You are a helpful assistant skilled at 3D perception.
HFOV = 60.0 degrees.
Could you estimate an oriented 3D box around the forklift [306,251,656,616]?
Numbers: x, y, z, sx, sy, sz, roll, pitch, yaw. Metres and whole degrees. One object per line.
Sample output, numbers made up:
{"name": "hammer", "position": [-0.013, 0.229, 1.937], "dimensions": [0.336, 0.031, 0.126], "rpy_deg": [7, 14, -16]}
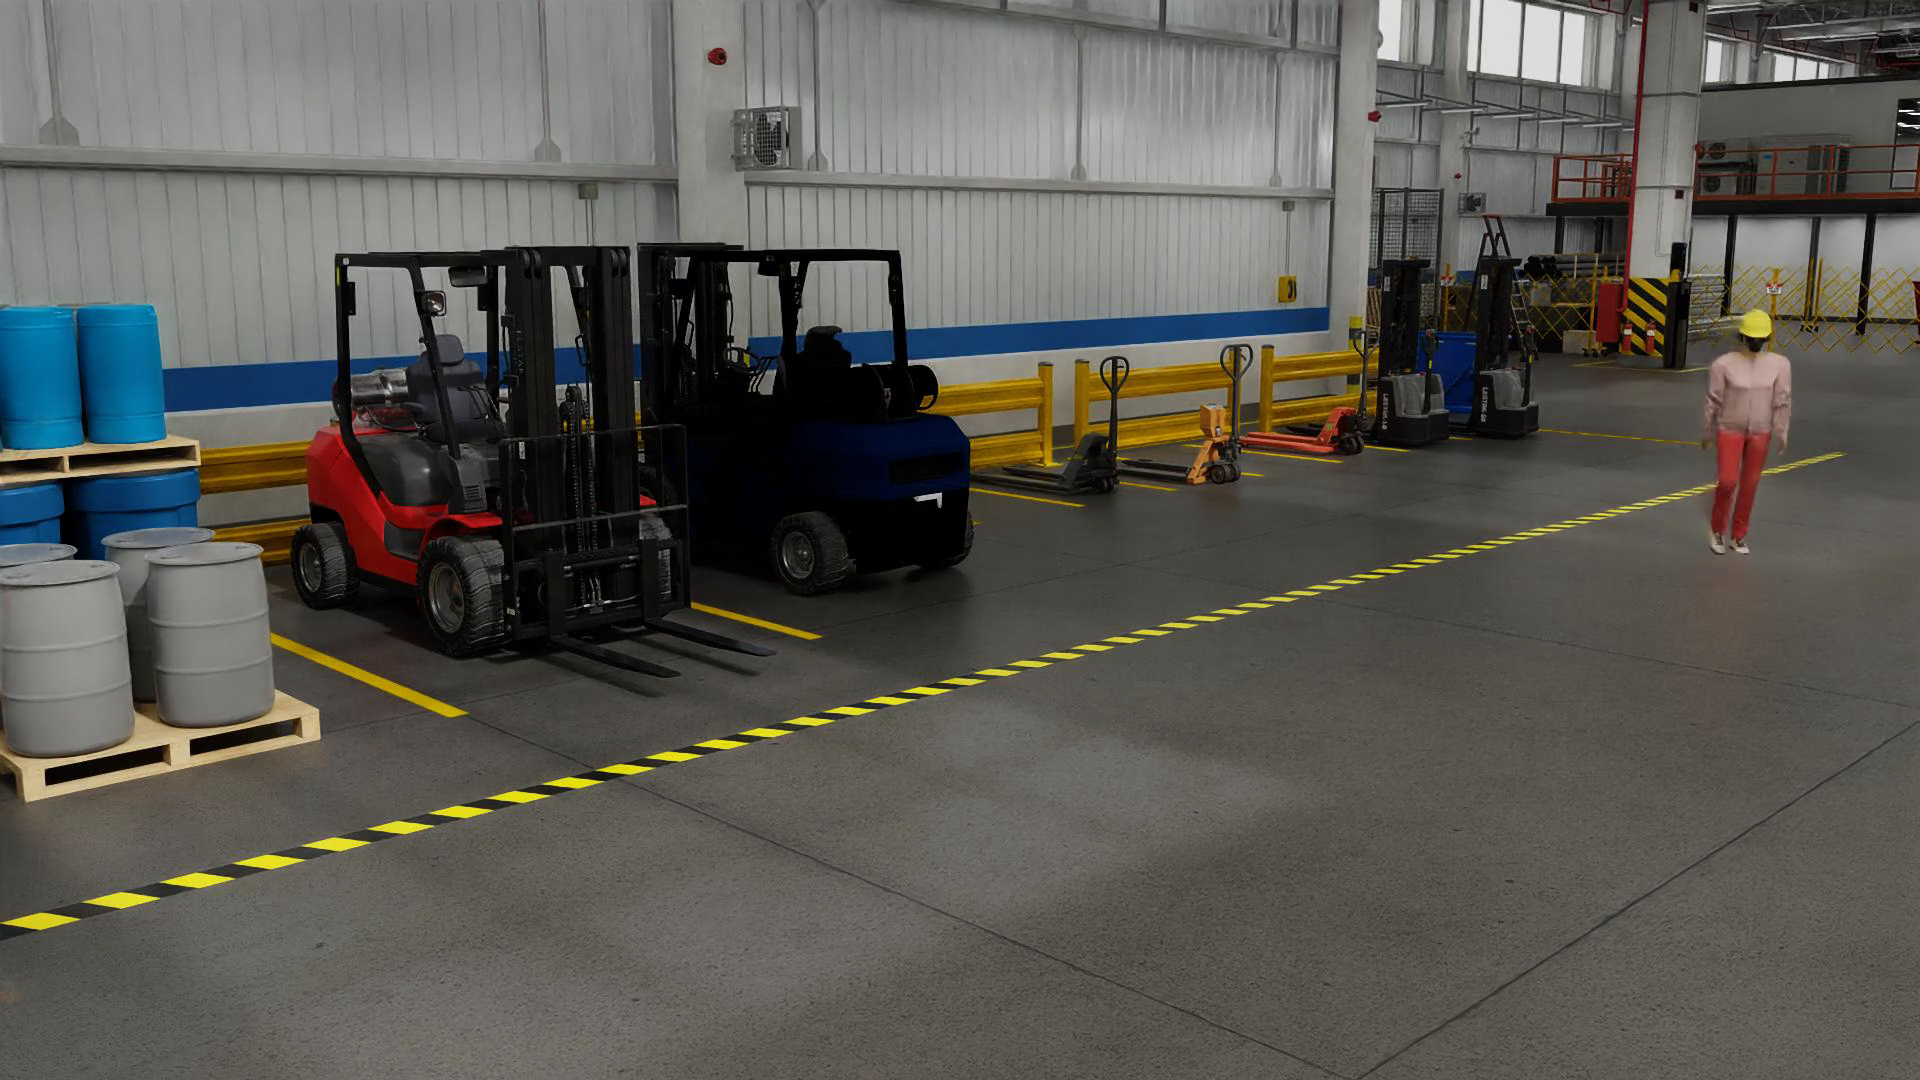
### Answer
{"name": "forklift", "position": [-2.833, -0.669, 9.694], "dimensions": [1.157, 1.987, 2.680], "rpy_deg": [-10, 14, -44]}

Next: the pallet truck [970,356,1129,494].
{"name": "pallet truck", "position": [0.784, -1.085, 14.876], "dimensions": [0.680, 1.201, 1.601], "rpy_deg": [-10, 14, -44]}

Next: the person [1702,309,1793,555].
{"name": "person", "position": [5.500, -0.742, 11.636], "dimensions": [0.532, 1.737, 0.525], "rpy_deg": [2, 11, 9]}

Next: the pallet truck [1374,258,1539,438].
{"name": "pallet truck", "position": [5.704, -2.208, 18.901], "dimensions": [1.885, 1.965, 0.823], "rpy_deg": [10, 14, 43]}

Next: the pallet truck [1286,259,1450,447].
{"name": "pallet truck", "position": [4.493, -2.078, 18.196], "dimensions": [0.823, 1.965, 1.885], "rpy_deg": [-9, 14, -40]}

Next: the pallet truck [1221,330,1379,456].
{"name": "pallet truck", "position": [3.563, -1.581, 17.381], "dimensions": [0.653, 1.274, 1.630], "rpy_deg": [-10, 14, -44]}

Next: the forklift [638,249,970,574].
{"name": "forklift", "position": [-1.173, -0.958, 11.239], "dimensions": [2.680, 1.987, 1.157], "rpy_deg": [10, 14, 43]}

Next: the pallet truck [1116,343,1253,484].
{"name": "pallet truck", "position": [1.962, -1.215, 15.415], "dimensions": [1.522, 1.261, 0.704], "rpy_deg": [10, 14, 43]}
